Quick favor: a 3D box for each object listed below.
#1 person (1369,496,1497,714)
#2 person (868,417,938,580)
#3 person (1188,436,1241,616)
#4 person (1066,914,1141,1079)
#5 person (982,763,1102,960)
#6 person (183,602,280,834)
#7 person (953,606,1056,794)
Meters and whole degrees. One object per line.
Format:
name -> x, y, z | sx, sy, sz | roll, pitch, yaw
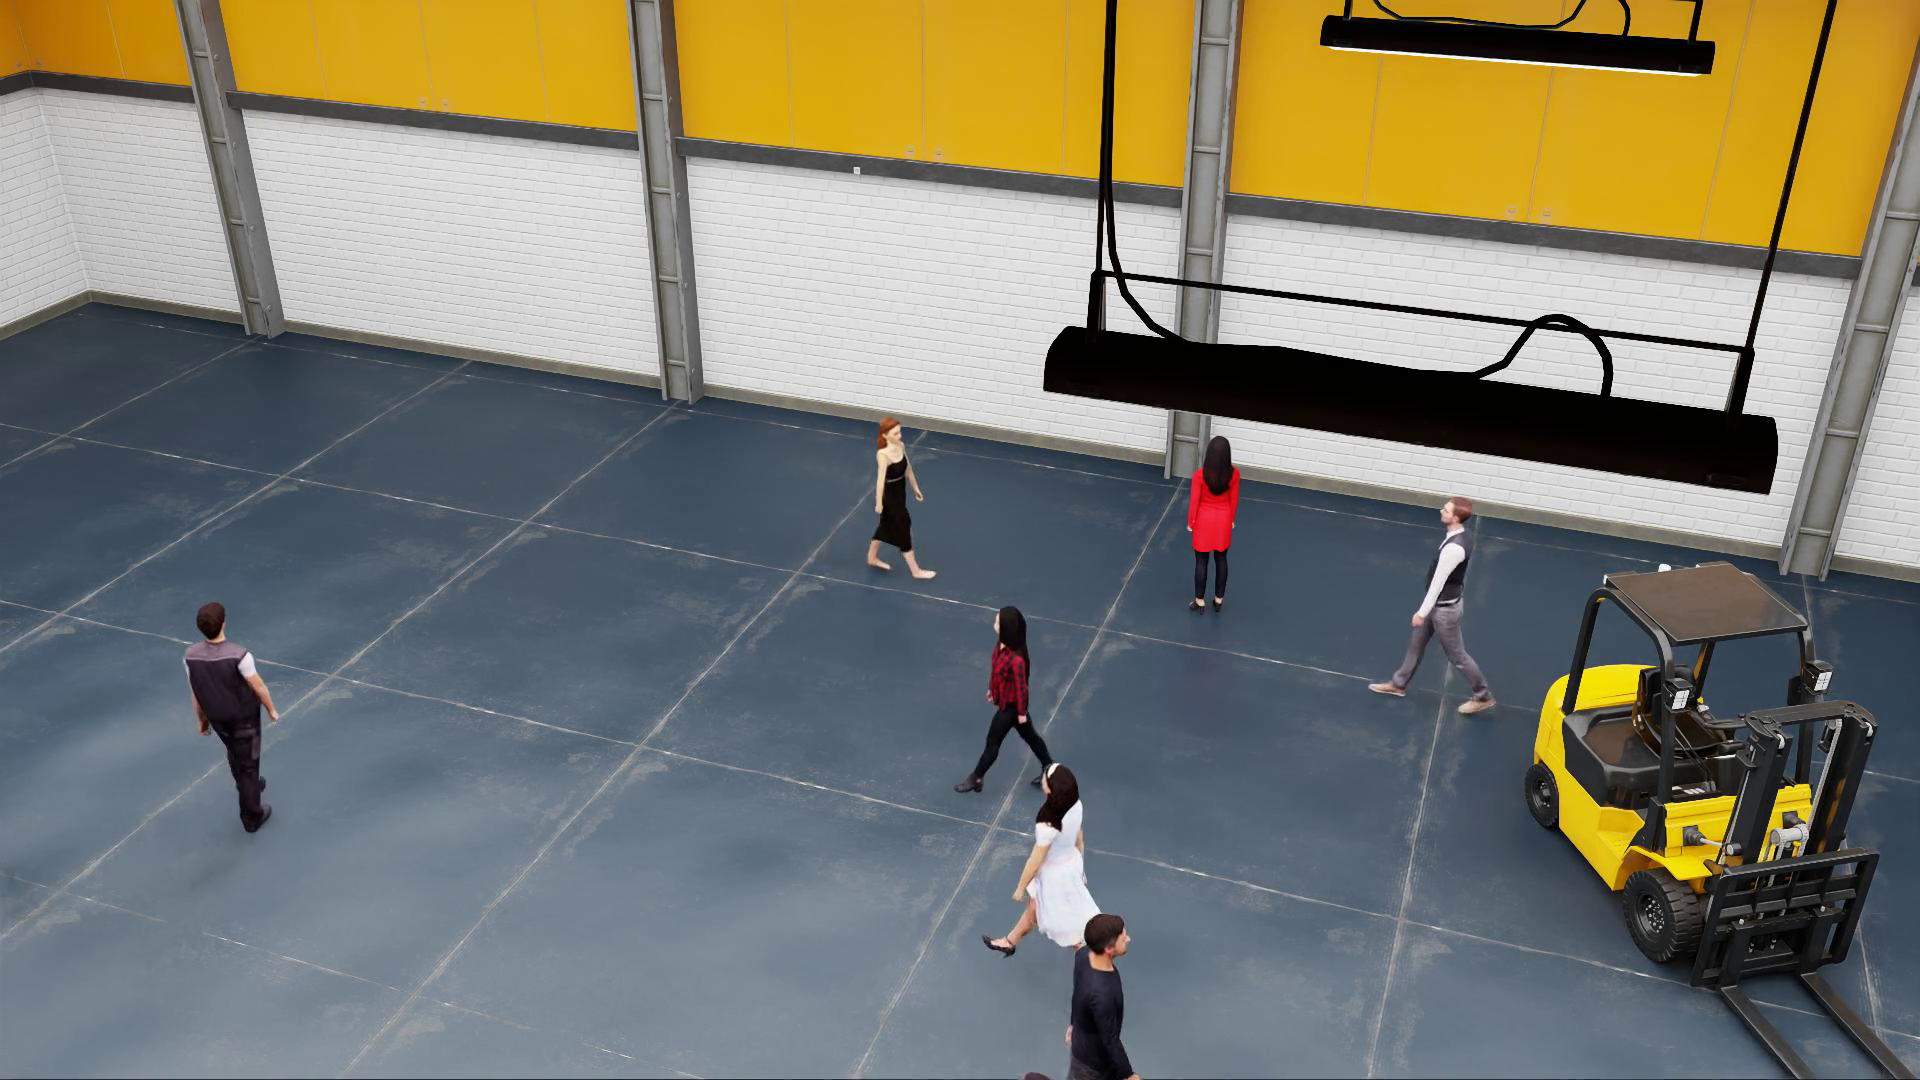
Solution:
person -> 3.996, 0.566, 13.379 | 1.245, 1.905, 0.678 | 8, 30, 15
person -> -0.717, -0.408, 15.493 | 0.953, 1.591, 0.565 | 10, 30, 18
person -> 2.254, -0.134, 14.826 | 0.705, 1.748, 0.788 | -6, 29, -11
person -> 0.654, 2.869, 9.247 | 1.286, 1.819, 0.916 | 0, 29, 0
person -> 0.703, 2.244, 10.458 | 1.282, 1.756, 0.821 | 17, 33, 28
person -> -5.303, 1.334, 12.049 | 0.836, 1.830, 0.854 | 2, 29, 4
person -> 0.477, 1.219, 12.492 | 1.148, 1.609, 0.949 | -5, 29, -9
